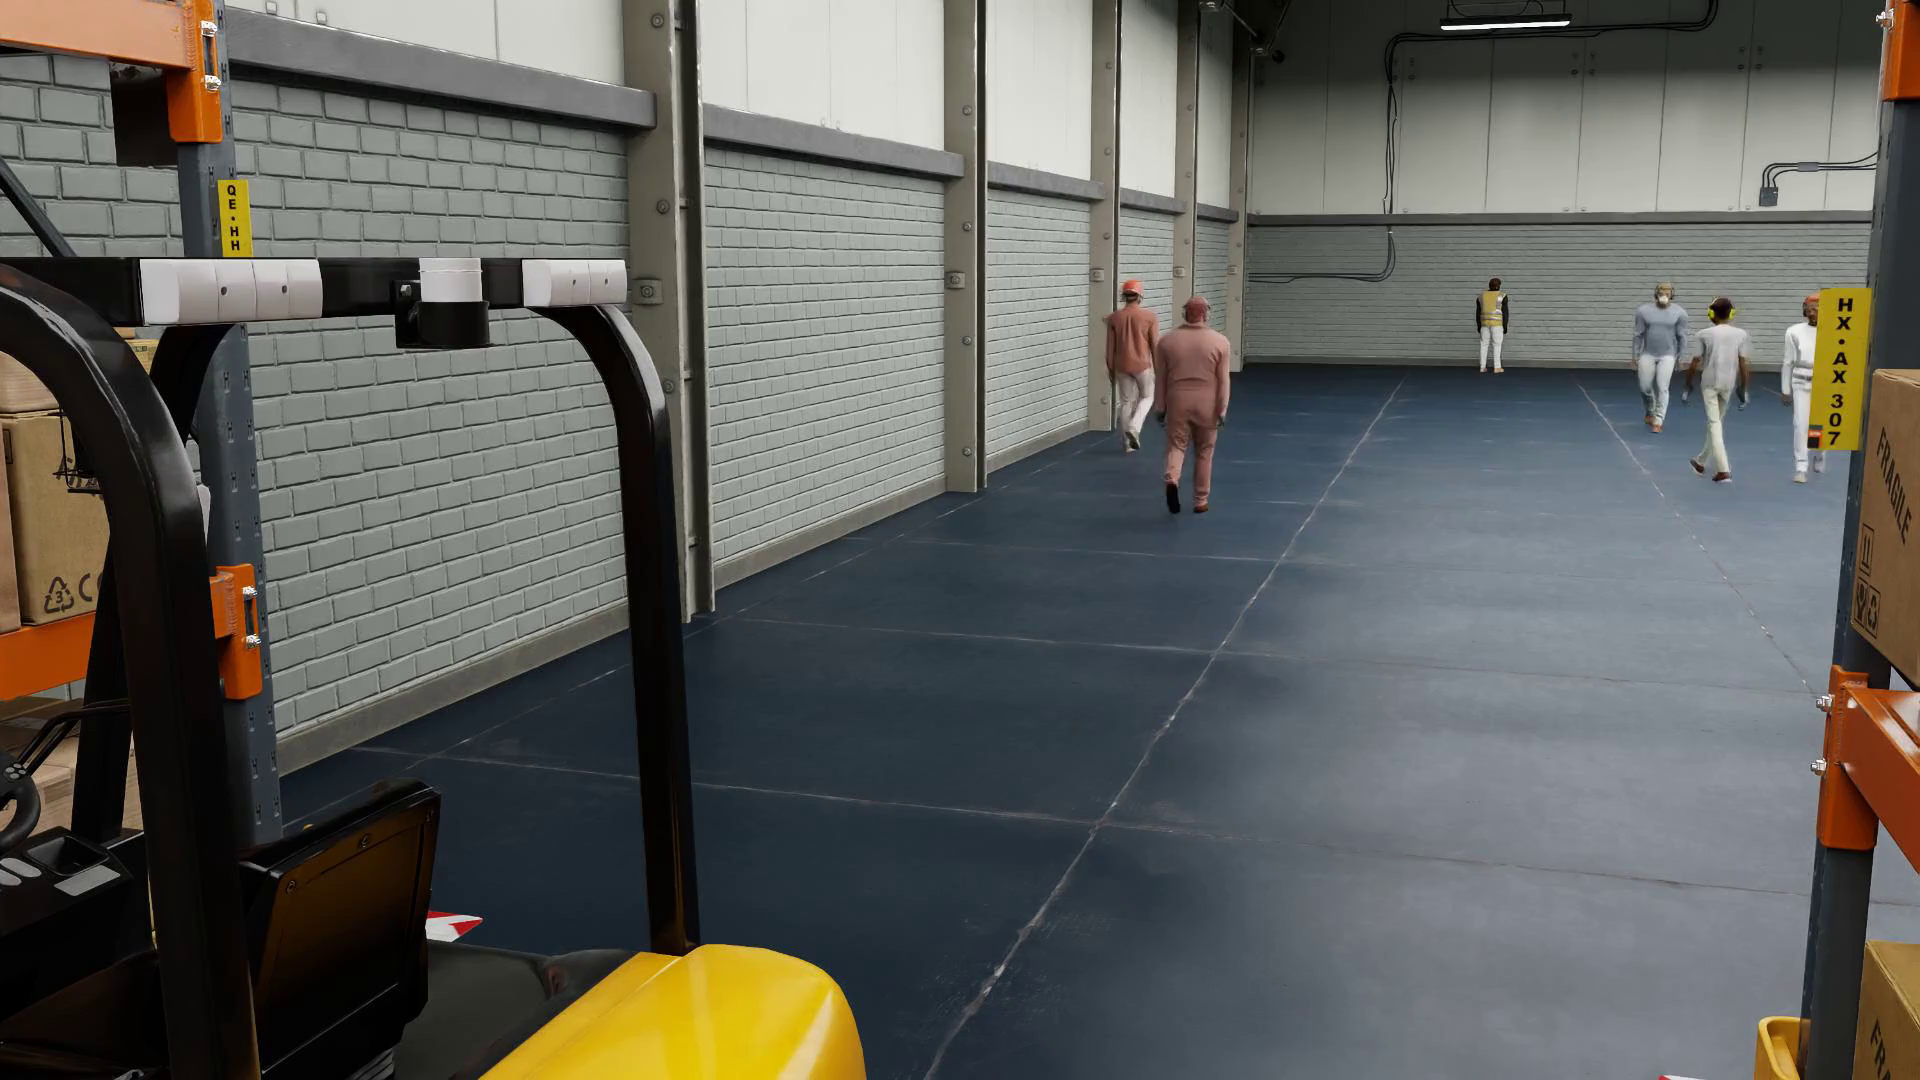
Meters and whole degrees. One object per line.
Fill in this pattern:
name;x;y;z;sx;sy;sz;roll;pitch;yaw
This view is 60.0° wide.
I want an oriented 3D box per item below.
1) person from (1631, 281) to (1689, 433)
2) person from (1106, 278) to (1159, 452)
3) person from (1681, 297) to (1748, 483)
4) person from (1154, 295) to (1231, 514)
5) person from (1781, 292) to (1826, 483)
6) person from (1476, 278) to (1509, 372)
person;8.885;-2.322;21.120;0.646;1.920;0.522;6;11;30
person;1.957;-1.971;18.856;0.636;1.976;0.499;4;10;21
person;7.502;-1.505;16.573;0.539;1.812;0.991;0;10;1
person;1.969;-1.134;14.173;0.652;1.888;0.735;3;10;17
person;8.393;-1.496;16.349;0.597;1.870;0.485;6;11;33
person;10.412;-4.194;32.508;0.634;1.841;0.429;8;12;39
